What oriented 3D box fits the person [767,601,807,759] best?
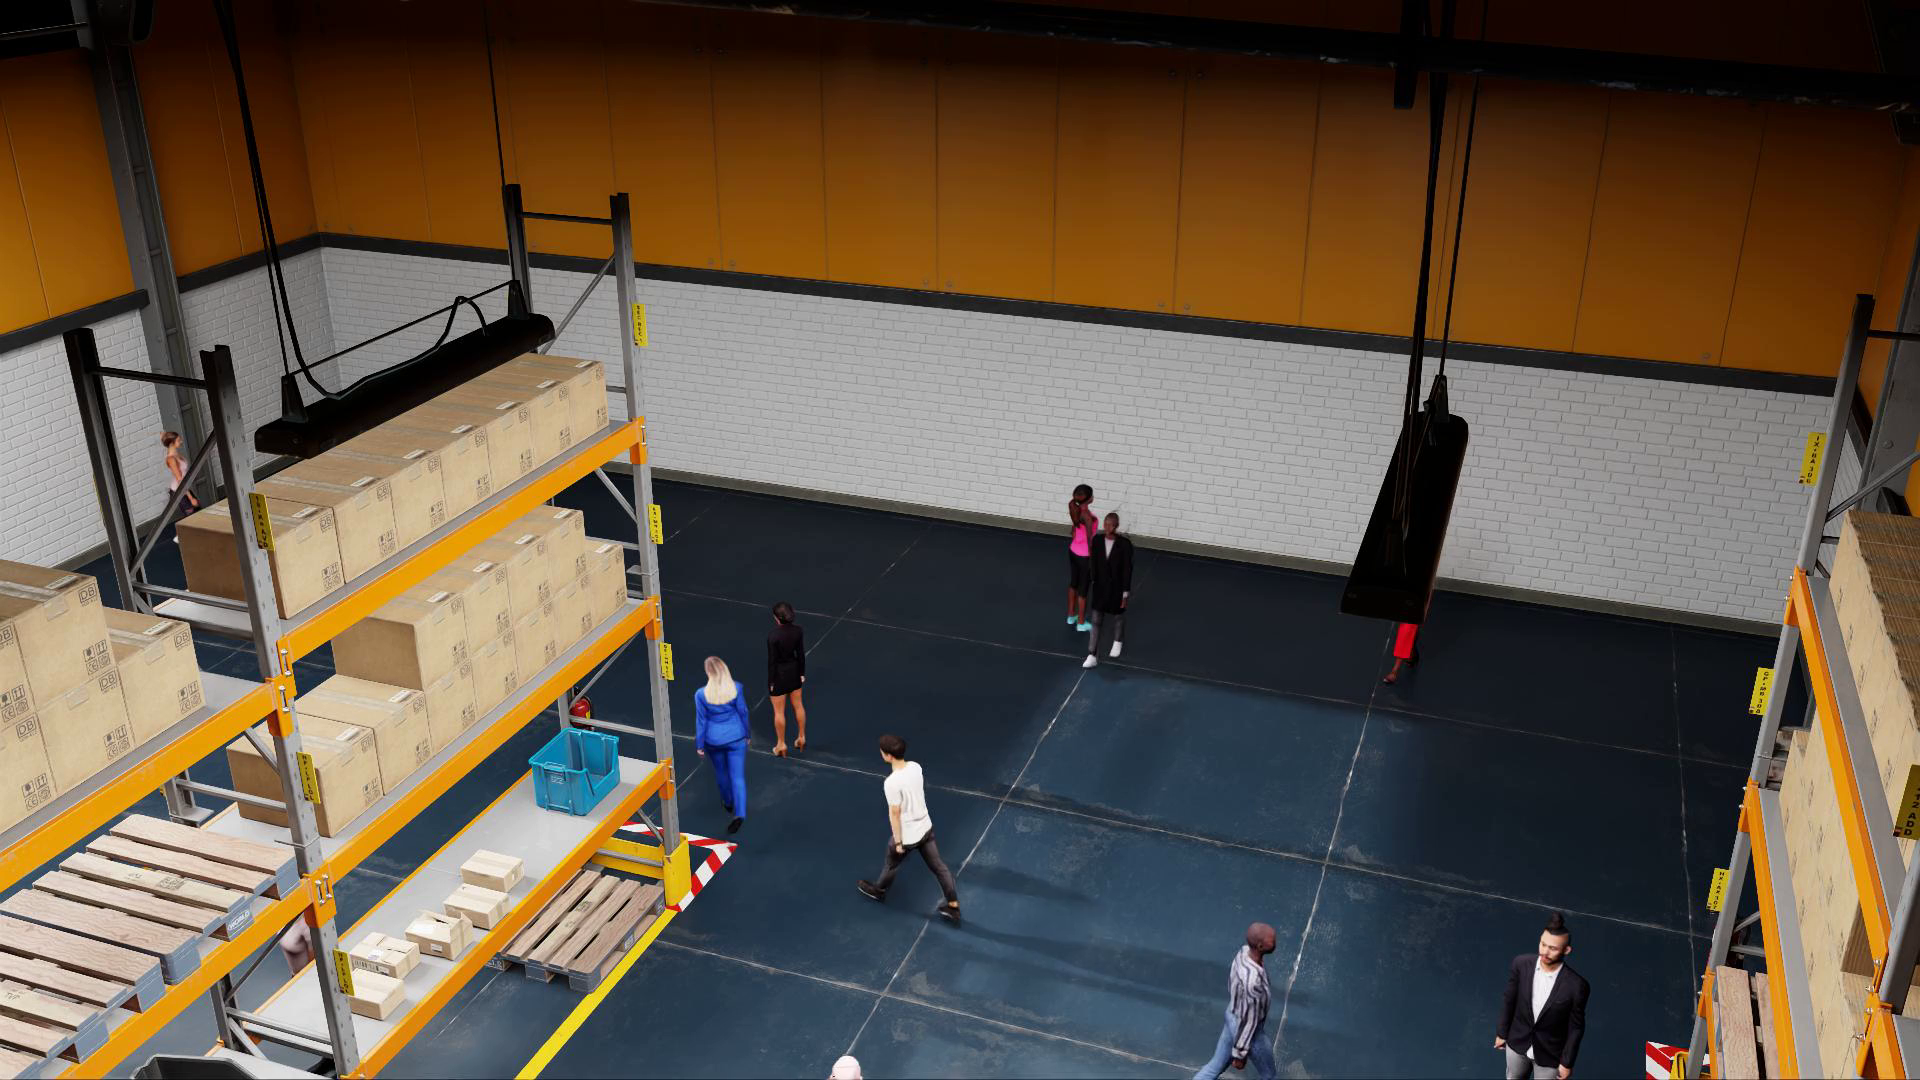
[{"bbox_3d":[-1.687,1.349,16.115,0.670,1.637,0.735,-19,30,-36],"label":"person"}]

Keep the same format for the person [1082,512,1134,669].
[{"bbox_3d":[1.674,0.496,17.959,0.678,1.723,1.057,9,25,20],"label":"person"}]

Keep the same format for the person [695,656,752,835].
[{"bbox_3d":[-2.088,1.866,14.897,1.025,1.666,1.181,-5,24,-10],"label":"person"}]

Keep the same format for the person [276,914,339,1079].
[{"bbox_3d":[-4.604,3.145,11.874,0.661,1.744,0.650,19,30,37],"label":"person"}]

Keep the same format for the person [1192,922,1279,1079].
[{"bbox_3d":[1.837,3.382,11.342,1.043,1.735,1.240,-1,24,-2],"label":"person"}]

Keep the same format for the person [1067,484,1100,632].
[{"bbox_3d":[1.355,0.177,18.690,0.720,1.722,0.656,-9,25,-21],"label":"person"}]

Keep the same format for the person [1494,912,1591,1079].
[{"bbox_3d":[3.887,3.345,11.160,0.788,1.950,0.737,20,31,38],"label":"person"}]

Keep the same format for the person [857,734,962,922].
[{"bbox_3d":[-0.335,2.426,13.654,0.912,1.635,1.213,17,29,34],"label":"person"}]

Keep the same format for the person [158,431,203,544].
[{"bbox_3d":[-9.652,-0.579,20.517,0.829,1.644,0.786,-9,25,-19],"label":"person"}]
